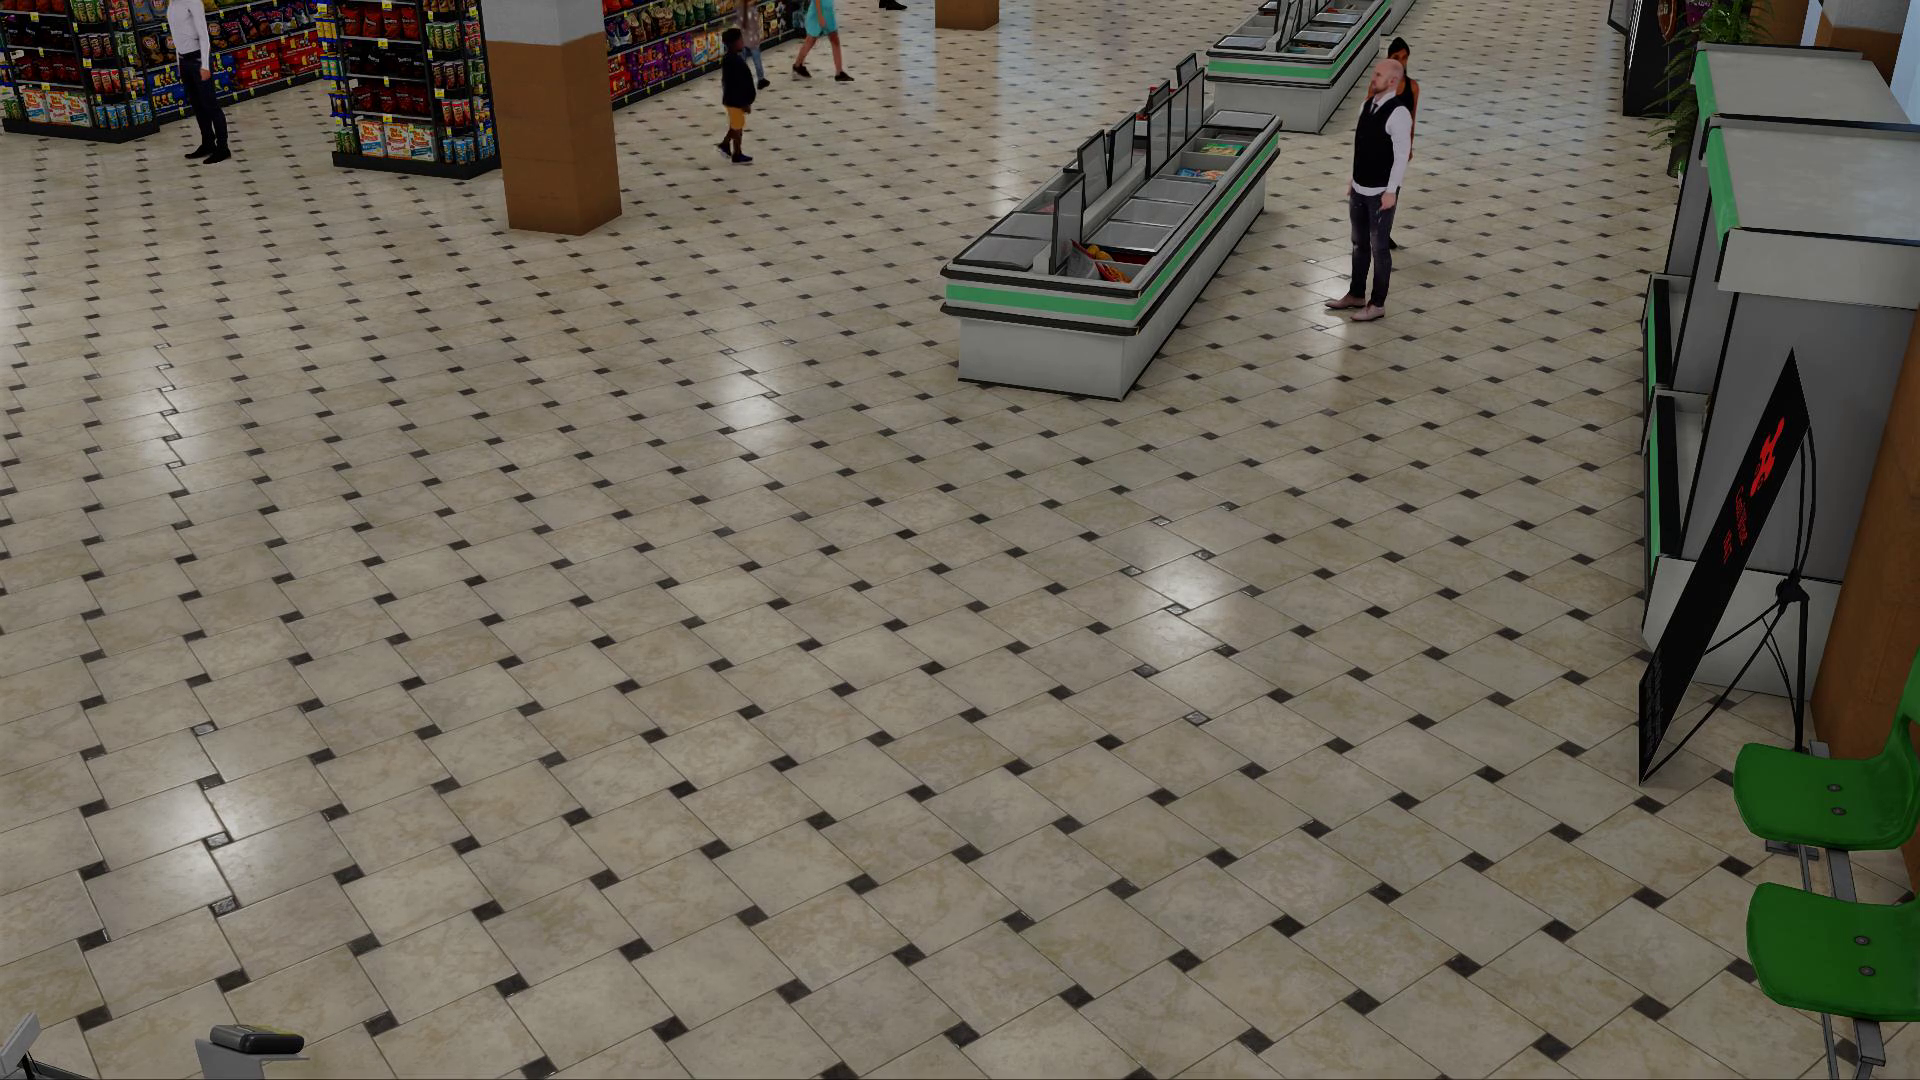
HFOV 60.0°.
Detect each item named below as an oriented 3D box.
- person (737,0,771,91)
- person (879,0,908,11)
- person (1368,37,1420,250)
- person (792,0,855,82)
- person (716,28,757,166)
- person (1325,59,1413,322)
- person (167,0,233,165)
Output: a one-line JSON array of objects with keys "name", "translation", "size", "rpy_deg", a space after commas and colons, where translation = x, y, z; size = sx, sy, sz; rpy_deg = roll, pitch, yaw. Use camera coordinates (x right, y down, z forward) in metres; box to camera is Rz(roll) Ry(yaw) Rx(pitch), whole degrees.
[{"name": "person", "translation": [-2.406, -5.591, 18.634], "size": [0.499, 1.173, 0.812], "rpy_deg": [11, 29, 21]}, {"name": "person", "translation": [-1.023, -8.558, 23.685], "size": [0.808, 1.896, 0.752], "rpy_deg": [-12, 29, -23]}, {"name": "person", "translation": [3.416, -3.162, 13.305], "size": [0.651, 1.659, 0.655], "rpy_deg": [-3, 27, -7]}, {"name": "person", "translation": [-1.660, -6.049, 19.151], "size": [0.800, 1.522, 1.064], "rpy_deg": [16, 31, 29]}, {"name": "person", "translation": [-2.187, -4.199, 15.788], "size": [0.728, 1.264, 0.668], "rpy_deg": [-14, 30, -25]}, {"name": "person", "translation": [2.938, -2.474, 11.768], "size": [0.839, 1.824, 0.766], "rpy_deg": [-10, 29, -20]}, {"name": "person", "translation": [-7.289, -4.572, 15.856], "size": [0.687, 1.868, 0.673], "rpy_deg": [19, 33, 33]}]
